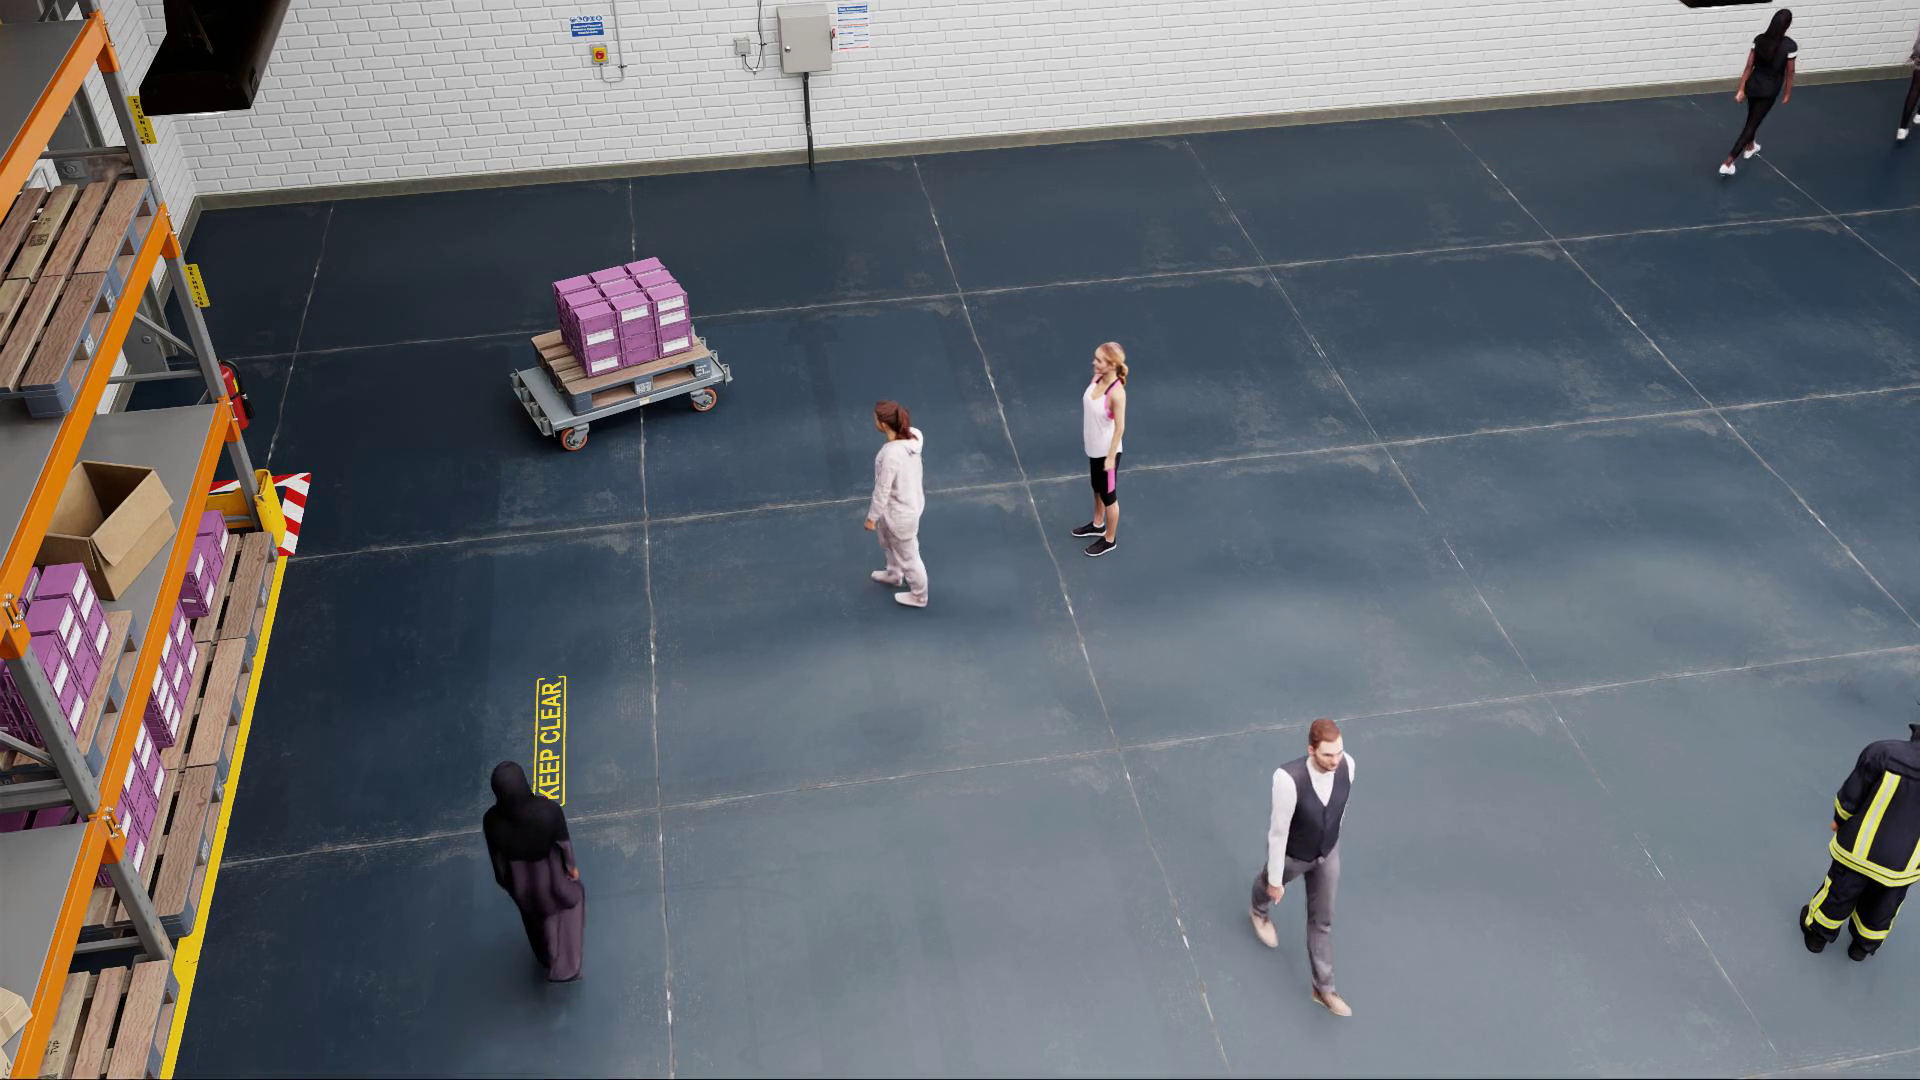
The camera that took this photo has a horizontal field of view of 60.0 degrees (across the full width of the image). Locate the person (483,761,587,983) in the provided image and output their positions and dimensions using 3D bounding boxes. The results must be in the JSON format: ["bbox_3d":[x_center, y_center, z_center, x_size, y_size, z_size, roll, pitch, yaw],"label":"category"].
[{"bbox_3d":[-2.317,1.859,9.079,0.624,1.601,0.832,-3,39,-4],"label":"person"}]

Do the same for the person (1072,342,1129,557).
[{"bbox_3d":[1.058,-0.677,12.104,0.690,1.787,0.494,-11,40,-14],"label":"person"}]

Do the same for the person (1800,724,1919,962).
[{"bbox_3d":[5.108,1.602,9.142,0.891,1.923,0.891,14,41,17],"label":"person"}]

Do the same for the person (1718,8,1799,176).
[{"bbox_3d":[8.174,-4.538,17.020,1.058,1.686,1.199,-27,46,-30],"label":"person"}]

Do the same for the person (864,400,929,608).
[{"bbox_3d":[-0.327,-0.213,11.621,0.860,1.667,0.804,10,40,12],"label":"person"}]

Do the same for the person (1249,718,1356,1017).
[{"bbox_3d":[1.829,1.629,9.129,0.815,1.897,1.232,-12,40,-15],"label":"person"}]

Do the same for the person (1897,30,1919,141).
[{"bbox_3d":[10.338,-5.097,17.688,1.121,1.727,1.183,24,45,27],"label":"person"}]
